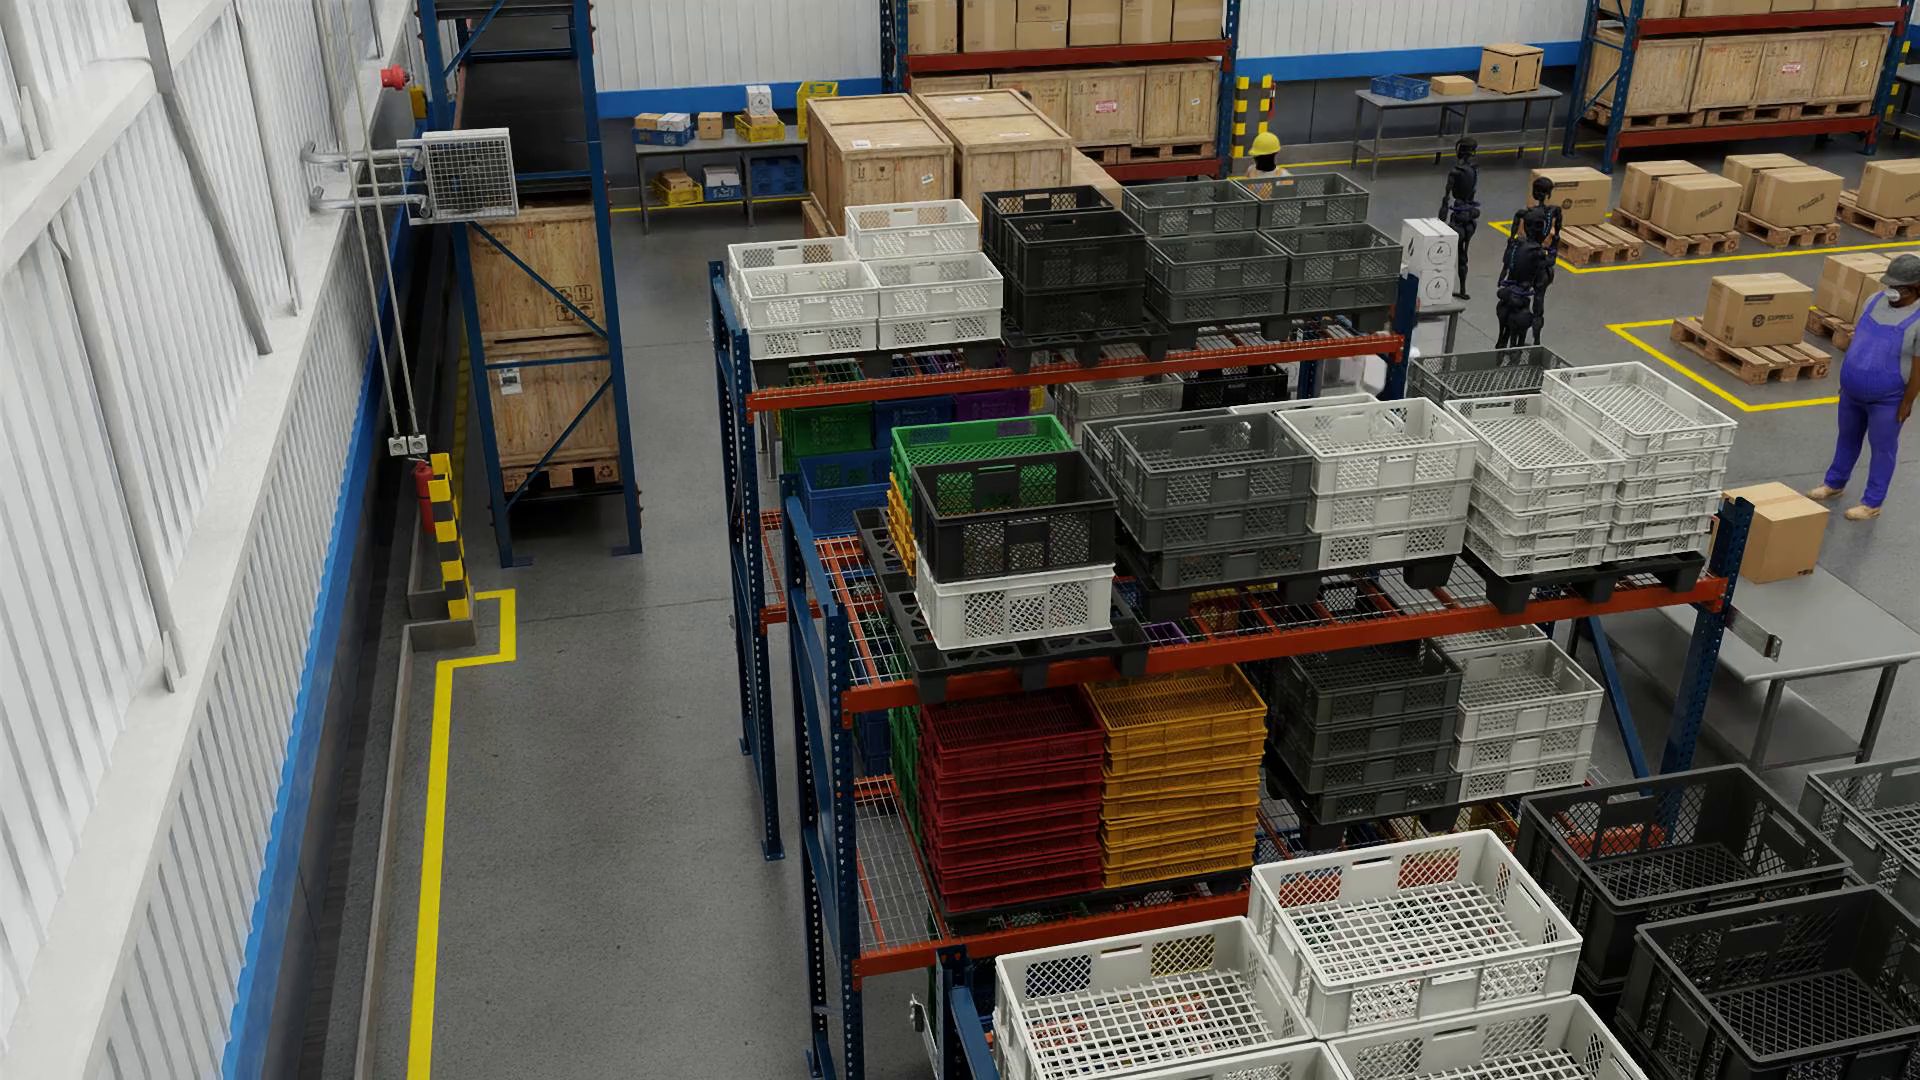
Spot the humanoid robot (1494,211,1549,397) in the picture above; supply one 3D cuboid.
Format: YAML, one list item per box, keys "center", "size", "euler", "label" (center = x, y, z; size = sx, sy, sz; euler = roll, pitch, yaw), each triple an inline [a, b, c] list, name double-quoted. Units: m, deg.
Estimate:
- center: [4.841, -2.035, 14.394]
  size: [0.319, 1.652, 0.581]
  euler: [-6, 28, -11]
  label: "humanoid robot"

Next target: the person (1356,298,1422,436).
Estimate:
- center: [3.052, -0.890, 12.079]
  size: [0.931, 1.820, 0.596]
  euler: [-15, 31, -26]
  label: "person"

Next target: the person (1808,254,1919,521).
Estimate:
- center: [6.784, -1.148, 12.326]
  size: [0.536, 2.000, 0.681]
  euler: [-9, 29, -17]
  label: "person"

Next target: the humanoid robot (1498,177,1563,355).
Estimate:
- center: [5.258, -2.516, 15.308]
  size: [0.567, 1.650, 0.340]
  euler: [-9, 29, -17]
  label: "humanoid robot"

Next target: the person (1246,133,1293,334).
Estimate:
- center: [2.867, -2.916, 15.808]
  size: [0.381, 1.917, 0.592]
  euler: [-19, 33, -31]
  label: "person"

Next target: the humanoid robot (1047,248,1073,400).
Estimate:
- center: [0.859, -1.859, 14.061]
  size: [0.327, 1.652, 0.563]
  euler: [7, 28, 12]
  label: "humanoid robot"

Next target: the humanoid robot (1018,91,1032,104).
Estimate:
- center: [0.662, -4.181, 18.527]
  size: [0.770, 1.630, 0.611]
  euler: [-9, 29, -16]
  label: "humanoid robot"

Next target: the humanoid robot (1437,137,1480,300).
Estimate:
- center: [4.968, -3.188, 16.585]
  size: [0.561, 1.649, 0.357]
  euler: [-25, 36, -38]
  label: "humanoid robot"
